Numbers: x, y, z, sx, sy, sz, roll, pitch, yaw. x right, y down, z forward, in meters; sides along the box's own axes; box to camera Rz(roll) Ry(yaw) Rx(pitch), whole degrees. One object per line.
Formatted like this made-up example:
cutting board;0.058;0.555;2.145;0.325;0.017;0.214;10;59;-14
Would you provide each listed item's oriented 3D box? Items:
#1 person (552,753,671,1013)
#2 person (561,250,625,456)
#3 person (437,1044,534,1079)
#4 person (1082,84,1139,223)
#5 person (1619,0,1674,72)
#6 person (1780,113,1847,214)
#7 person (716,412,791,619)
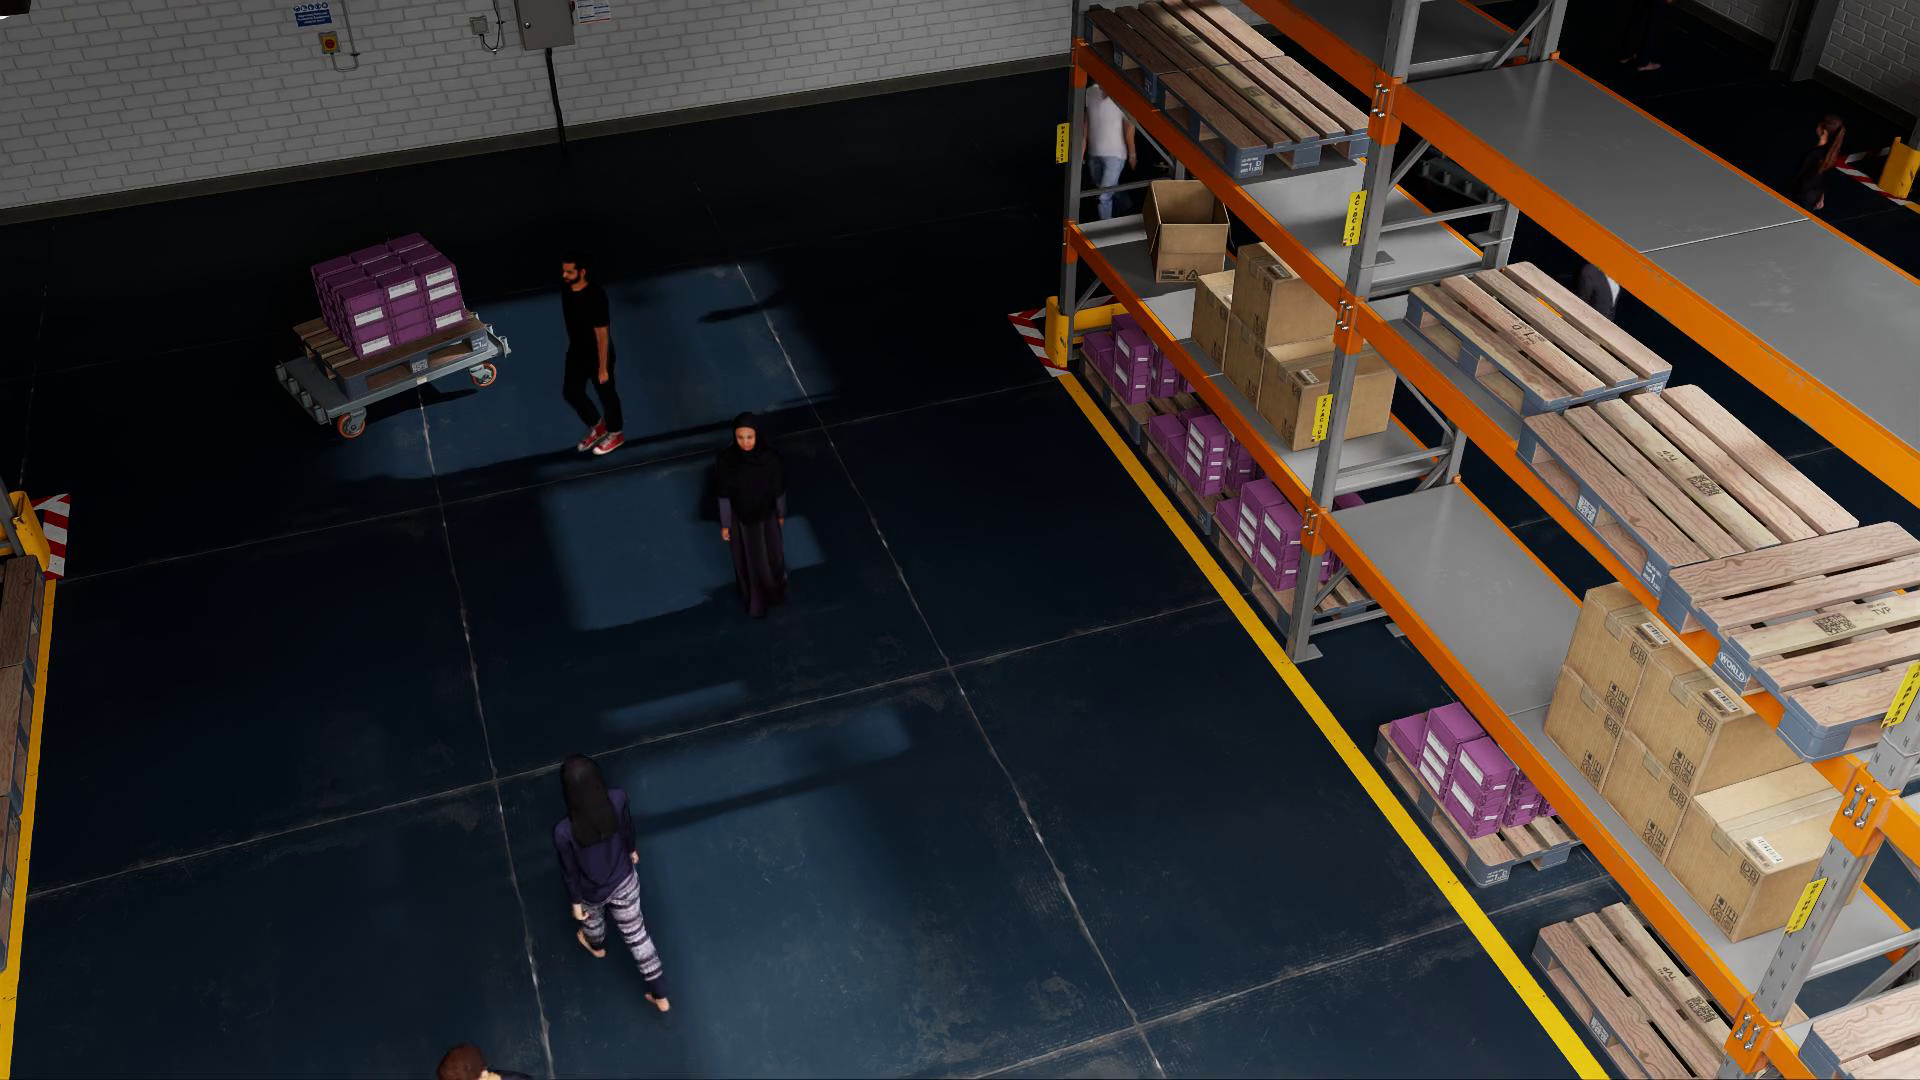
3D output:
person;-1.789;1.792;8.594;0.878;1.697;1.156;-28;46;-31
person;-2.730;-1.446;12.606;0.723;1.750;0.825;28;46;30
person;-2.009;2.690;7.387;0.673;1.801;1.097;-11;40;-13
person;1.392;-3.579;15.226;1.037;1.813;1.138;-29;47;-31
person;7.703;-6.166;18.434;0.758;1.852;0.556;-18;42;-21
person;7.548;-3.000;14.739;0.681;1.516;1.099;-20;43;-23
person;-1.388;-0.212;11.174;0.711;1.609;0.810;-1;39;-2
